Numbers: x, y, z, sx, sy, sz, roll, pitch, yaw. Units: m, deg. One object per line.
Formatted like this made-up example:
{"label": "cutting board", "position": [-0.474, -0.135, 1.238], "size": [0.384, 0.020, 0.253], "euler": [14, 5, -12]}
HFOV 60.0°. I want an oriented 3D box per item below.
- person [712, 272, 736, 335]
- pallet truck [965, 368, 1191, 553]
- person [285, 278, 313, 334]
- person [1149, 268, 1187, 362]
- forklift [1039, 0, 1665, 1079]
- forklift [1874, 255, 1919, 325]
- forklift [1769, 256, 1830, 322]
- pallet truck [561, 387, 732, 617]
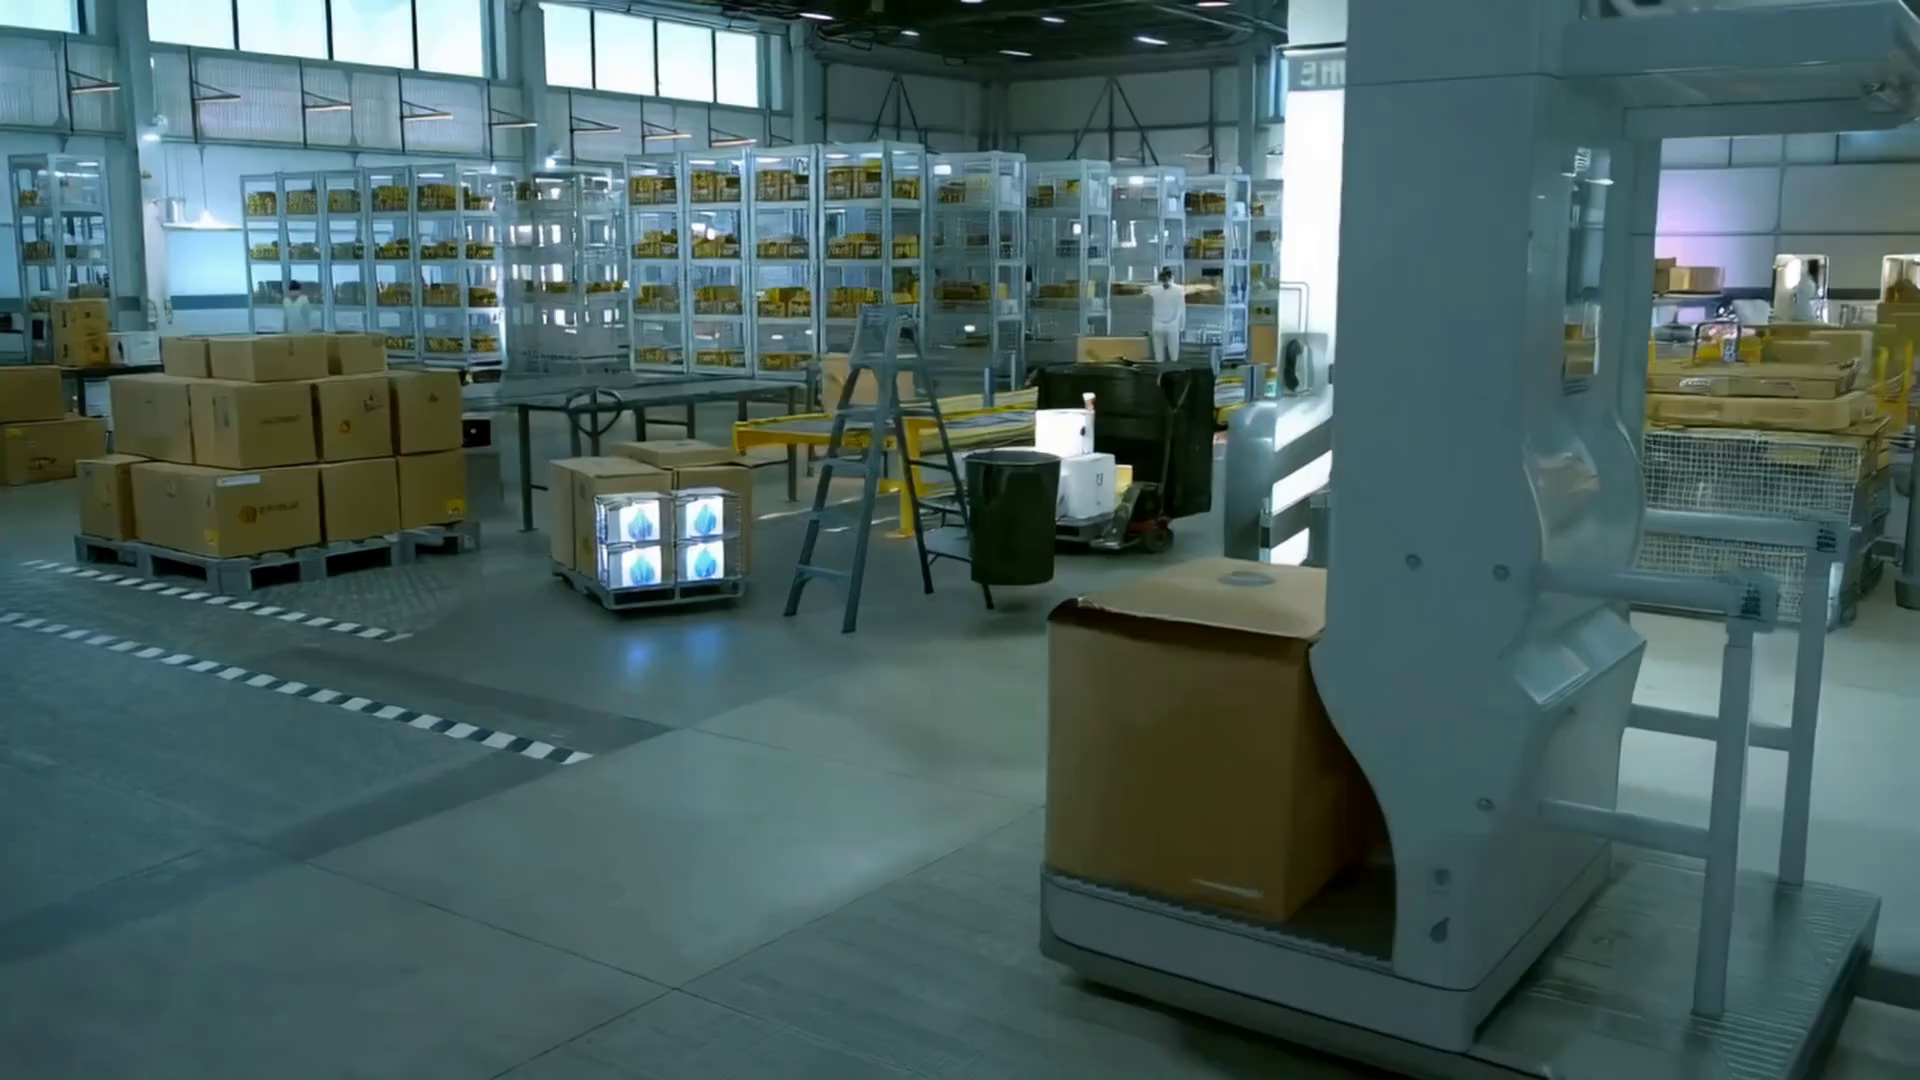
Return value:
{"label": "person", "position": [-4.302, -3.998, 30.443], "size": [0.570, 1.839, 0.373], "euler": [7, 12, 35]}
{"label": "pallet truck", "position": [0.845, -0.609, 11.869], "size": [1.630, 1.274, 0.653], "euler": [7, 12, 35]}
{"label": "person", "position": [-10.796, -3.390, 27.146], "size": [0.573, 1.740, 0.416], "euler": [6, 11, 31]}
{"label": "person", "position": [3.364, -3.489, 27.226], "size": [0.651, 1.904, 0.403], "euler": [7, 12, 35]}
{"label": "forklift", "position": [1.249, -0.137, 4.360], "size": [1.873, 2.768, 1.129], "euler": [7, 12, 35]}
{"label": "forklift", "position": [22.089, -5.634, 38.796], "size": [1.157, 1.987, 2.680], "euler": [6, 11, 33]}
{"label": "forklift", "position": [20.253, -5.854, 40.139], "size": [1.157, 1.987, 2.680], "euler": [7, 12, 35]}
{"label": "pallet truck", "position": [-1.981, -0.274, 10.088], "size": [0.680, 1.201, 1.601], "euler": [-5, 11, -28]}
